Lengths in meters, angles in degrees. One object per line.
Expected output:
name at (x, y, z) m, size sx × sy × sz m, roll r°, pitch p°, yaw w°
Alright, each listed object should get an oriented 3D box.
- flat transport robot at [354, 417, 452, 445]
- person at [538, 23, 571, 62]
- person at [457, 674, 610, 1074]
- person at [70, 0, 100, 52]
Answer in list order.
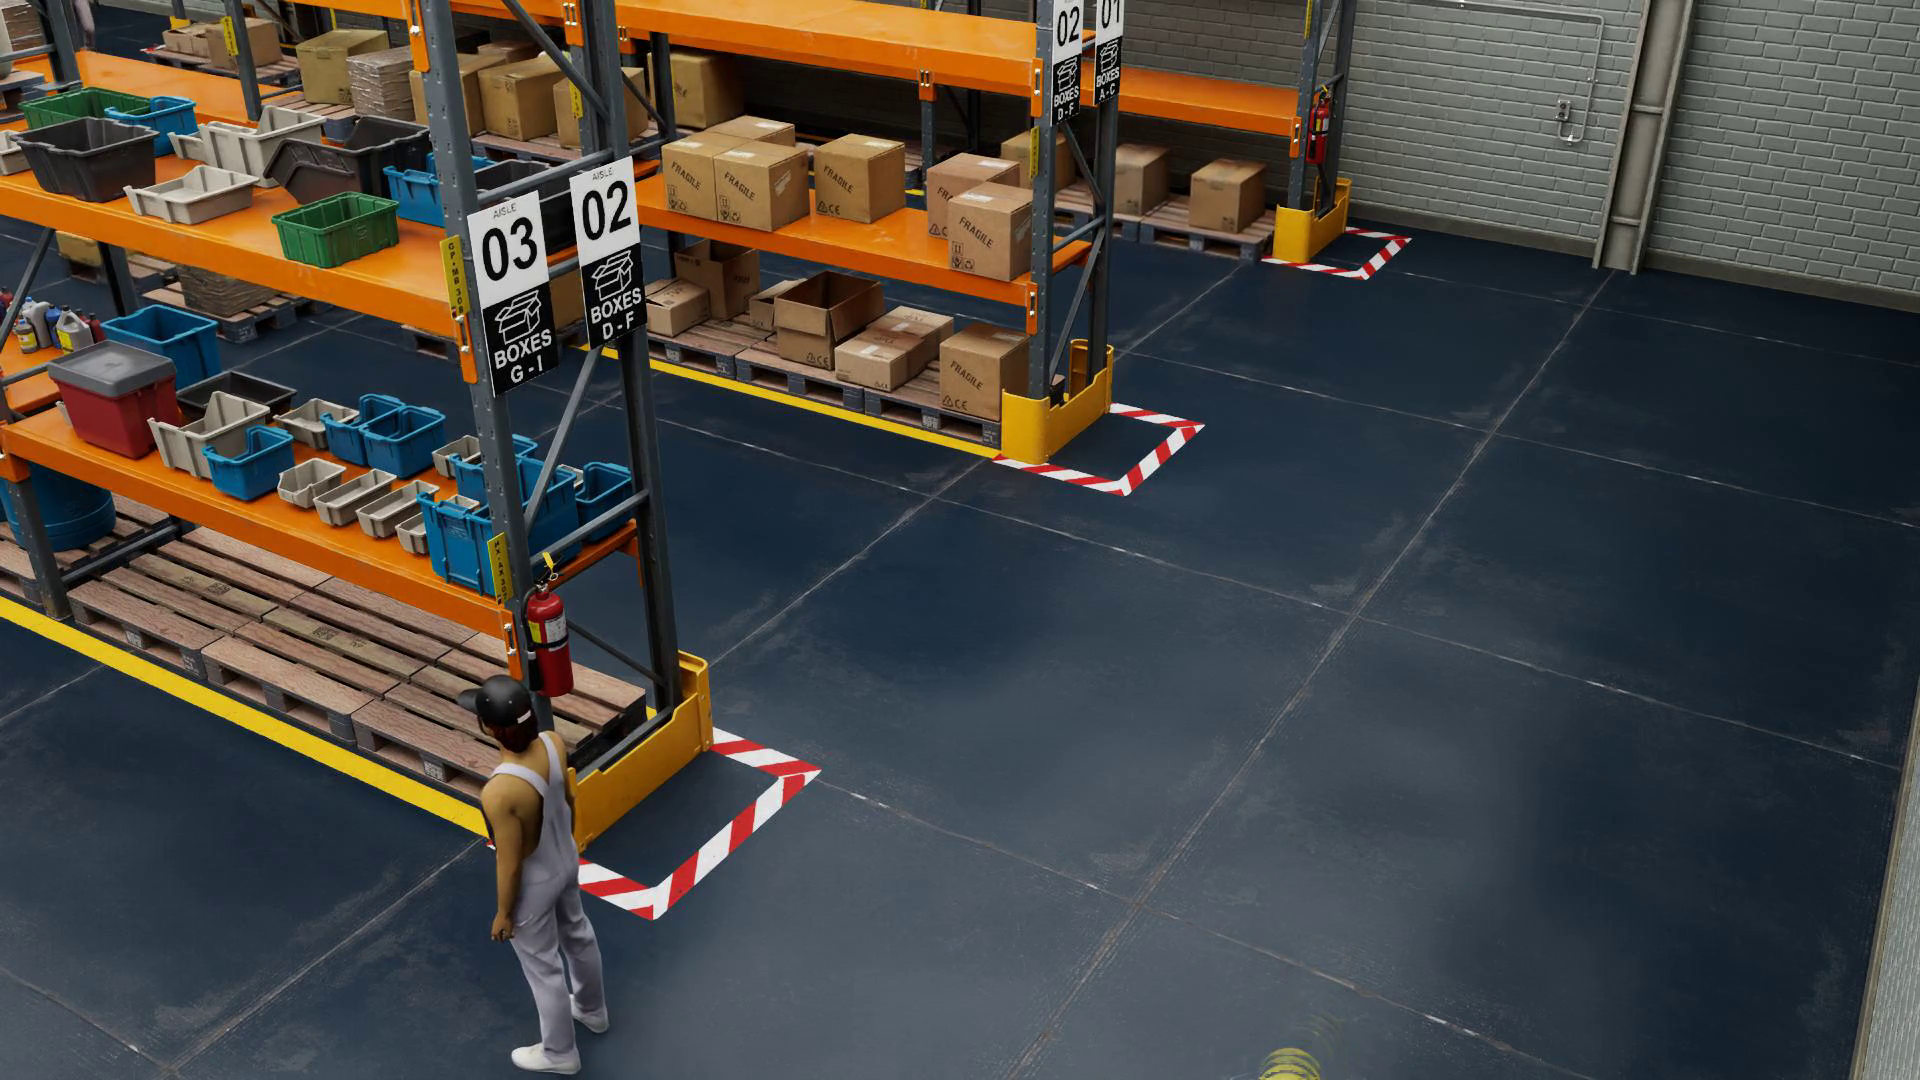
flat transport robot at (-4.098, -0.575, 11.666) m, size 1.431 × 0.231 × 0.659 m, roll 18°, pitch 34°, yaw 29°
person at (-4.116, -4.485, 17.209) m, size 0.539 × 1.697 × 0.318 m, roll 13°, pitch 32°, yaw 22°
person at (-1.720, 1.325, 6.619) m, size 0.389 × 1.861 × 0.528 m, roll 11°, pitch 31°, yaw 18°
person at (-11.563, -7.037, 21.667) m, size 0.628 × 1.818 × 0.455 m, roll -20°, pitch 35°, yaw -32°
